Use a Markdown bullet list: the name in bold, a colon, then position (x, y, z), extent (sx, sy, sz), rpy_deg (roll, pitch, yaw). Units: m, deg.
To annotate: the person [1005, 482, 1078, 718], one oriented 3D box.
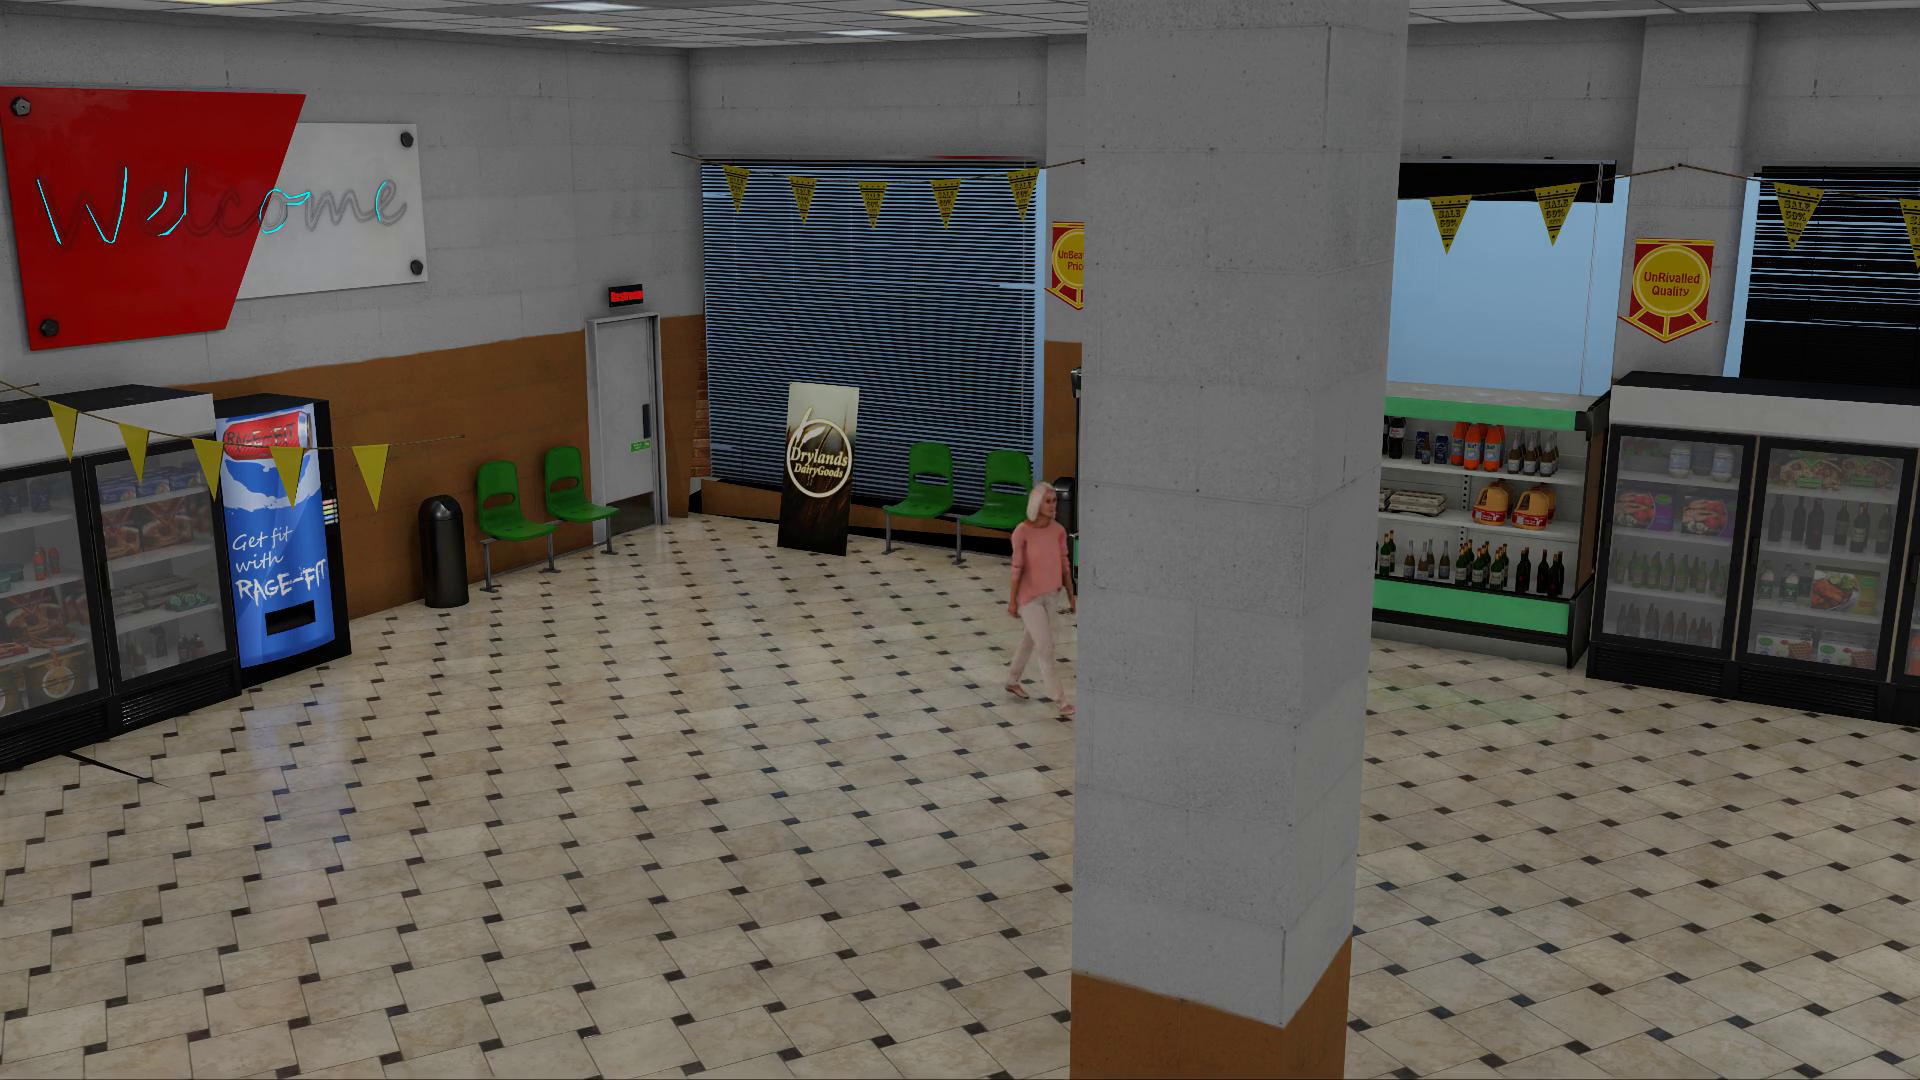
- **person**: position (0.523, 0.424, 12.107), extent (0.937, 1.670, 1.221), rpy_deg (-10, 17, -35)
